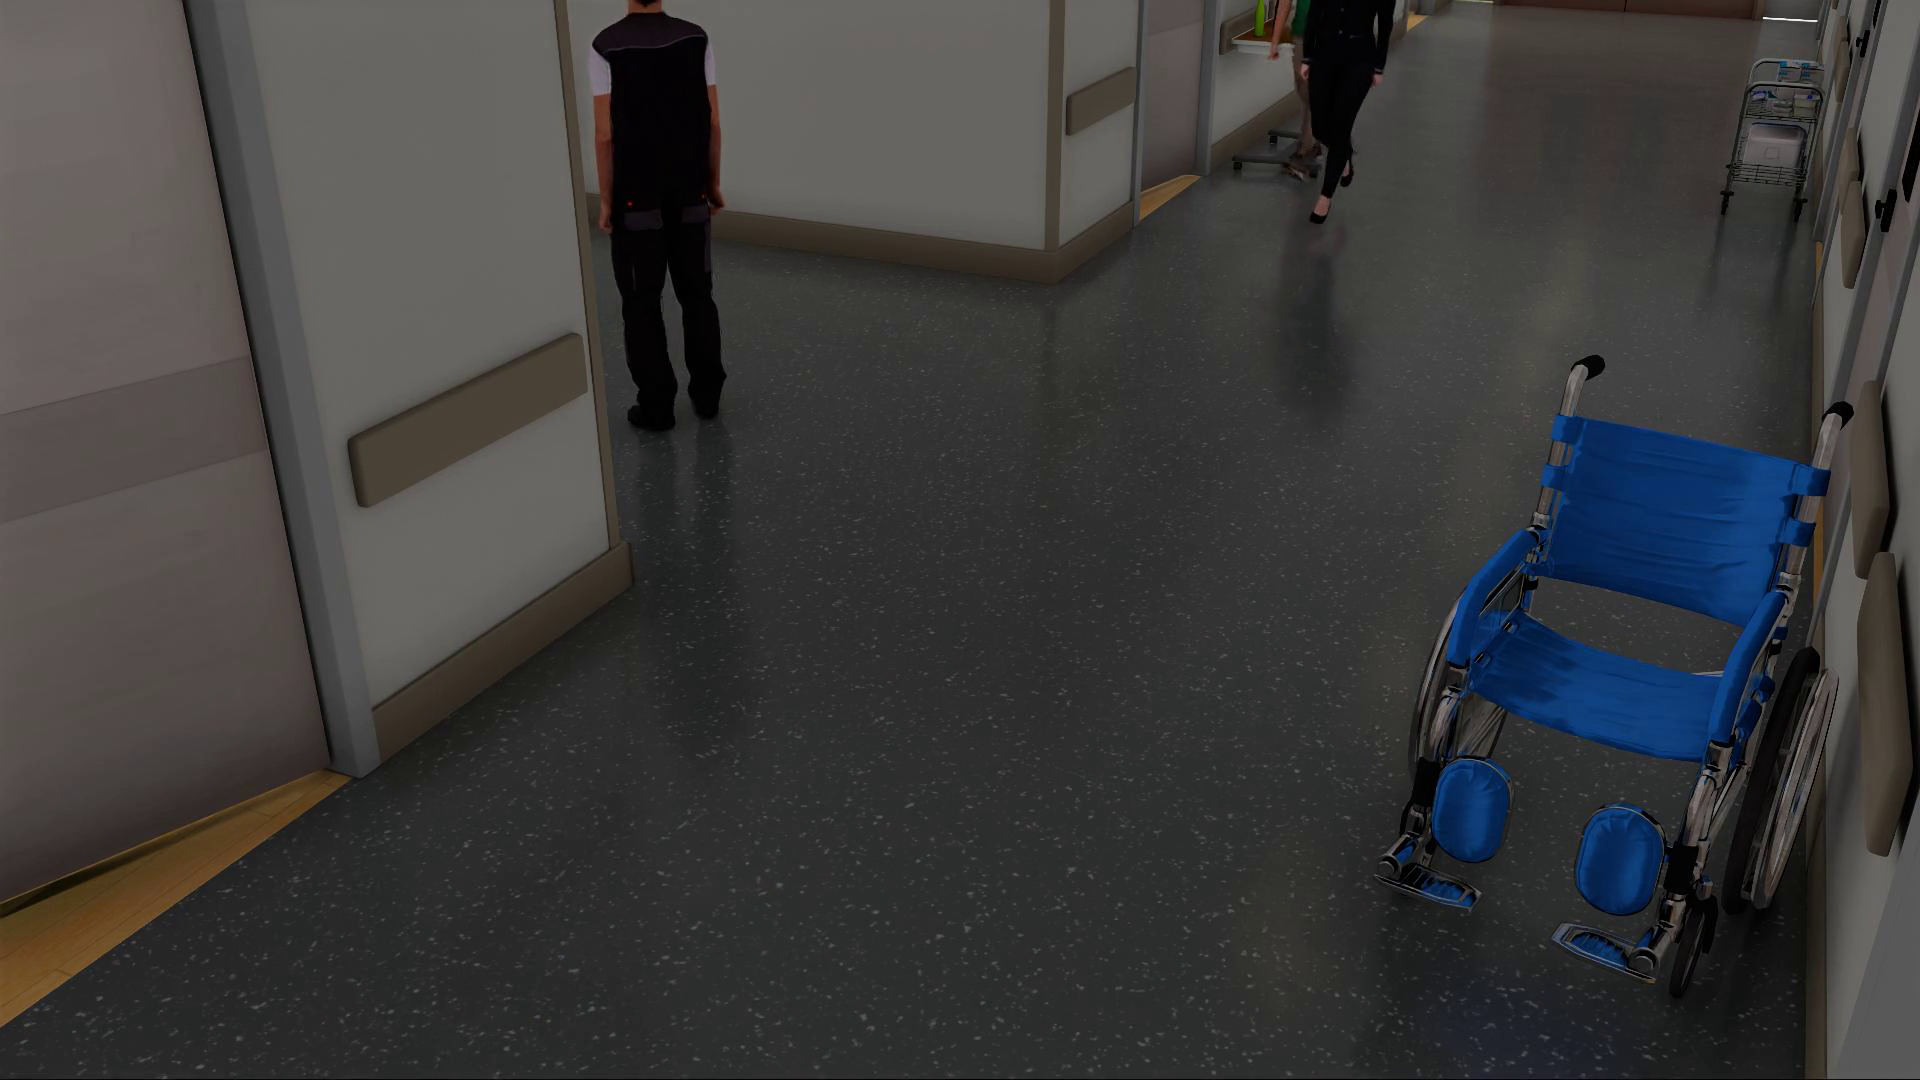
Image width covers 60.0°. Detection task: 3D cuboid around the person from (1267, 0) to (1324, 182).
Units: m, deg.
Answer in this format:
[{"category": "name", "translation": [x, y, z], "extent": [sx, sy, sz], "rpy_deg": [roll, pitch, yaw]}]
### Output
[{"category": "person", "translation": [2.197, -3.039, 10.150], "extent": [0.686, 1.609, 1.107], "rpy_deg": [14, 29, 27]}]

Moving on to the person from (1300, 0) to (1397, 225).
[{"category": "person", "translation": [2.131, -2.605, 9.184], "extent": [0.642, 1.666, 0.869], "rpy_deg": [13, 29, 25]}]

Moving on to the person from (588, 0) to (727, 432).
[{"category": "person", "translation": [-1.141, -1.336, 6.329], "extent": [0.753, 1.860, 0.839], "rpy_deg": [-13, 28, -24]}]
